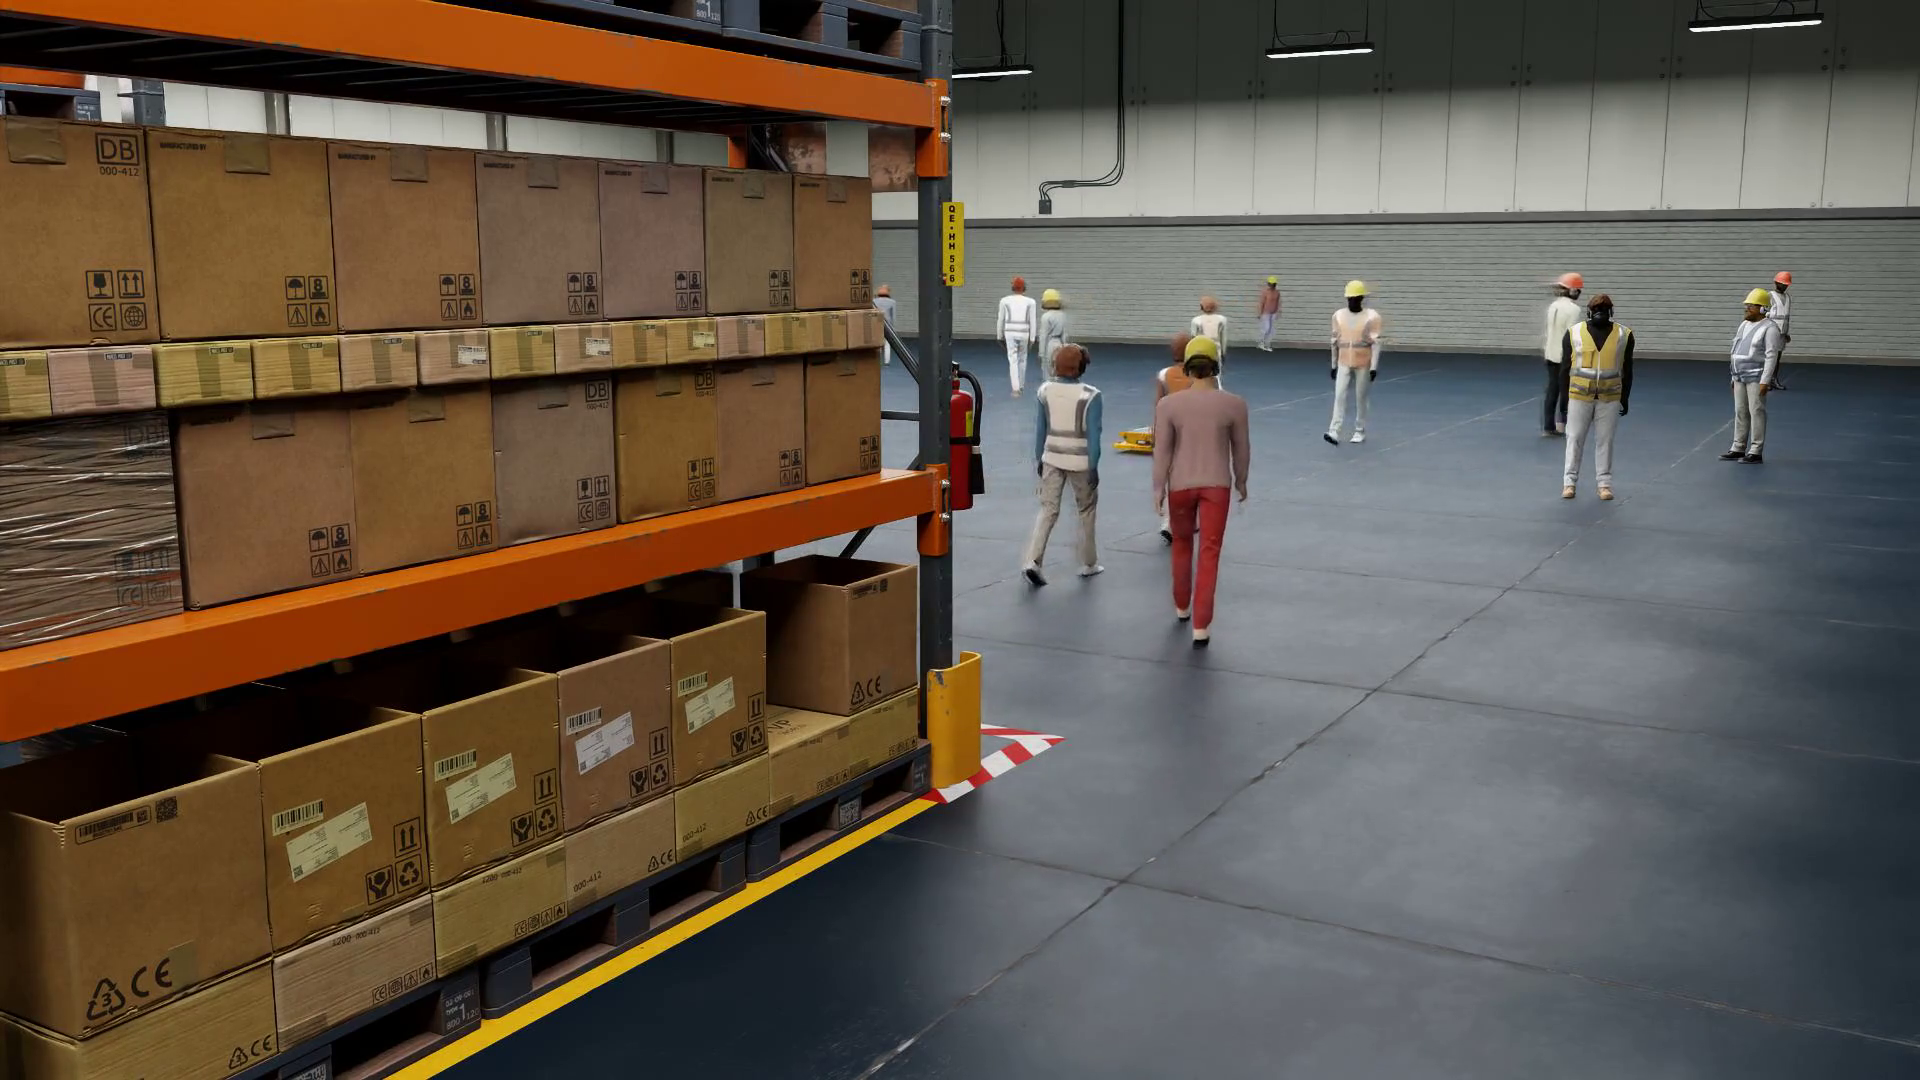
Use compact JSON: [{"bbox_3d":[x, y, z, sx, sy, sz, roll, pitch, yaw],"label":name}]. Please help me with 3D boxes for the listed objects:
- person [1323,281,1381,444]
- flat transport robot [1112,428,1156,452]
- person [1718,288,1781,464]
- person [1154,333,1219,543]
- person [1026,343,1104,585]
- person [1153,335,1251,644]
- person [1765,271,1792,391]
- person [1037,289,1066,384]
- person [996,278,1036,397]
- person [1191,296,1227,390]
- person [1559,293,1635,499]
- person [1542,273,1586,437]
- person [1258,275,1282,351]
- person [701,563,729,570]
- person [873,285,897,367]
[{"bbox_3d":[4.509,-2.027,19.149,0.617,1.880,0.945,6,11,31],"label":"person"},{"bbox_3d":[2.377,-1.158,18.791,0.652,0.197,1.431,7,12,37],"label":"flat transport robot"},{"bbox_3d":[8.324,-1.721,17.515,0.404,1.837,0.590,-2,10,-11],"label":"person"},{"bbox_3d":[1.716,-0.788,12.741,0.511,1.596,0.848,7,12,37],"label":"person"},{"bbox_3d":[0.697,-0.508,11.078,0.522,1.604,0.816,6,11,32],"label":"person"},{"bbox_3d":[1.383,-0.301,9.539,0.536,1.722,0.891,2,10,13],"label":"person"},{"bbox_3d":[13.253,-3.383,26.976,0.542,1.930,0.367,-3,10,-19],"label":"person"},{"bbox_3d":[1.237,-2.562,22.752,0.370,1.734,0.489,7,12,34],"label":"person"},{"bbox_3d":[0.880,-3.162,25.956,0.598,1.833,0.982,-1,10,-3],"label":"person"},{"bbox_3d":[3.442,-2.552,22.990,0.531,1.620,0.462,-1,10,-5],"label":"person"},{"bbox_3d":[5.698,-1.282,14.930,0.625,1.844,0.429,3,10,15],"label":"person"},{"bbox_3d":[7.274,-2.207,19.960,0.532,1.975,0.615,-3,10,-16],"label":"person"},{"bbox_3d":[7.085,-5.169,37.980,0.528,1.747,0.434,-5,11,-26],"label":"person"},{"bbox_3d":[-1.804,-0.685,11.491,0.422,1.829,0.508,-7,12,-35],"label":"person"},{"bbox_3d":[-1.495,-4.196,32.634,0.520,1.618,0.434,-1,10,-3],"label":"person"}]
